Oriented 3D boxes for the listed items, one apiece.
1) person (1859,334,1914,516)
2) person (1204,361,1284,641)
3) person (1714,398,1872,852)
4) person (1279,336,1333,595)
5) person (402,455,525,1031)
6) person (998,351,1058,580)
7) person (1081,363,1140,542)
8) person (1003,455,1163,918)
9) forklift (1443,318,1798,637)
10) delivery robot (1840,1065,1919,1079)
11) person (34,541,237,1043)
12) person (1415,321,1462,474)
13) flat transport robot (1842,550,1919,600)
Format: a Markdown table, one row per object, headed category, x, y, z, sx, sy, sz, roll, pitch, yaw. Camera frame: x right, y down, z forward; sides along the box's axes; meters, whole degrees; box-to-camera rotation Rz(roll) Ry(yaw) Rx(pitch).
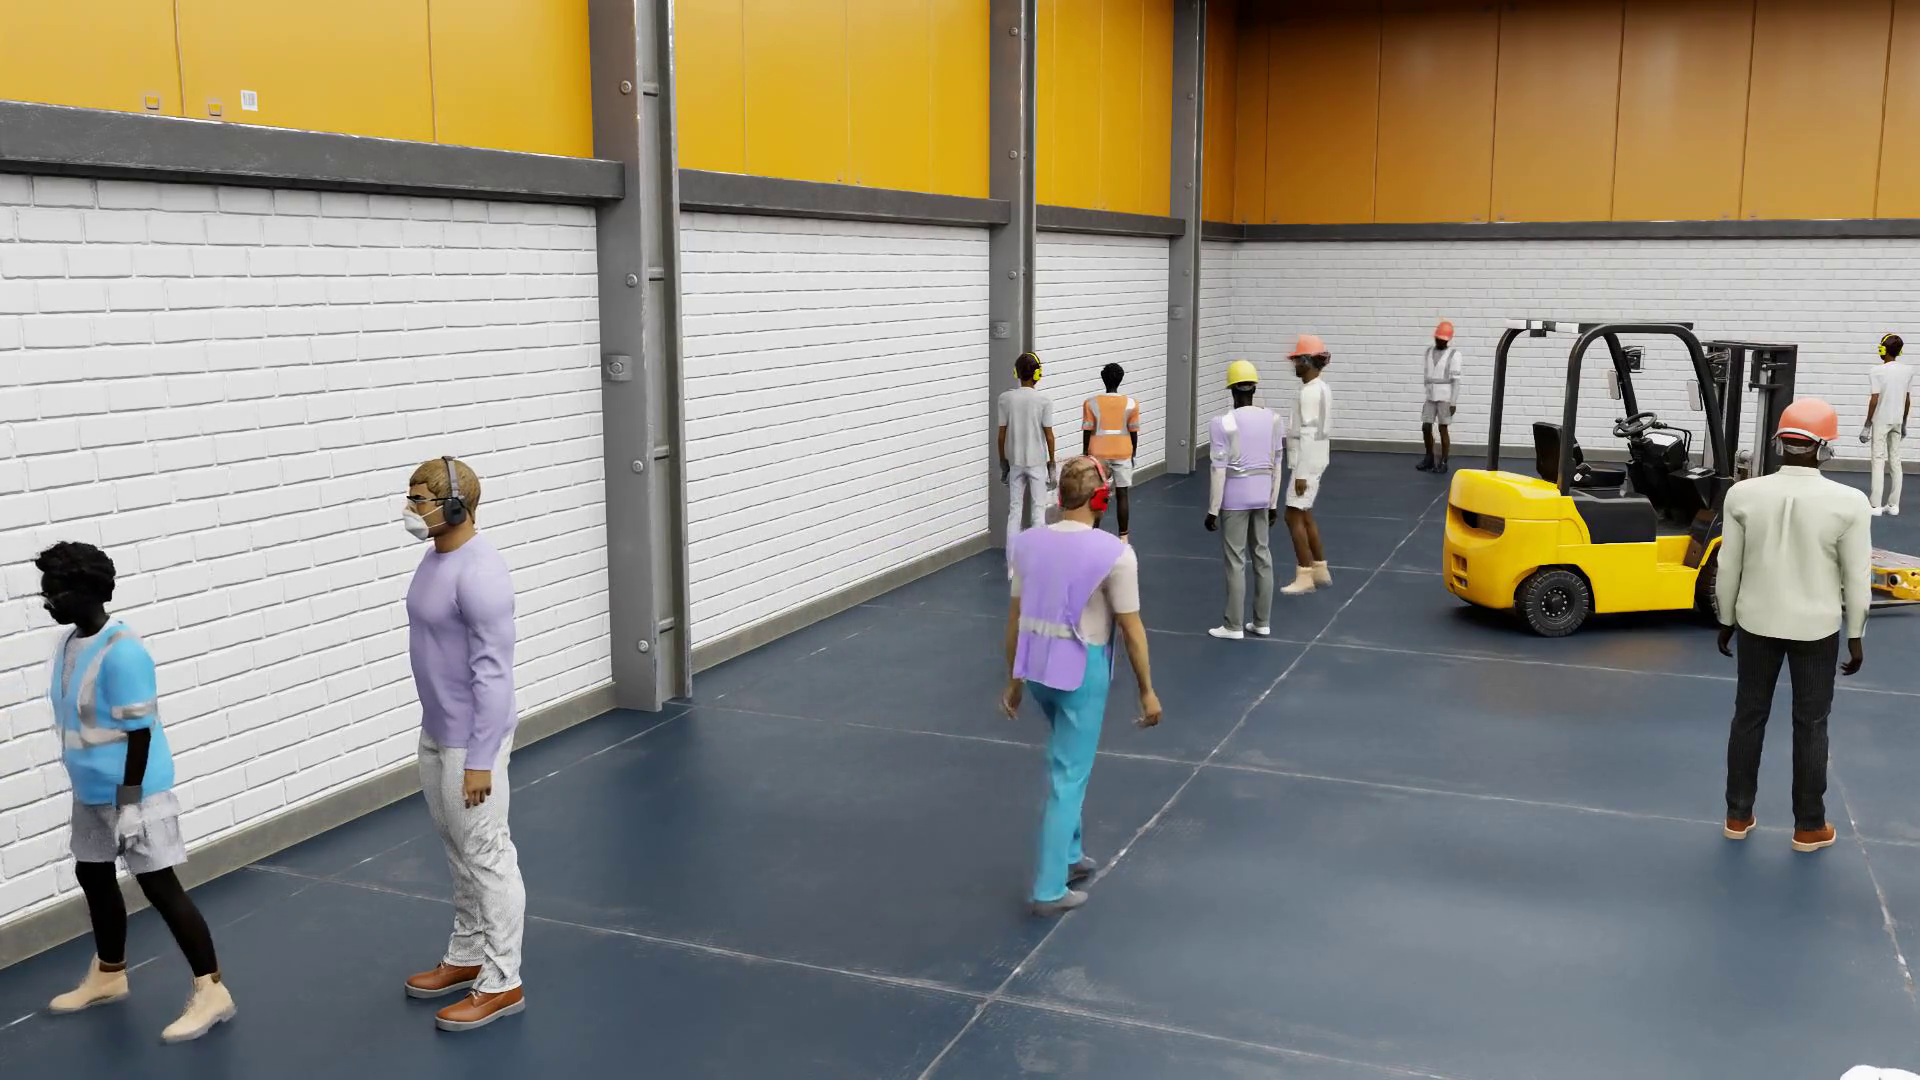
| category | x | y | z | sx | sy | sz | roll | pitch | yaw |
| --- | --- | --- | --- | --- | --- | --- | --- | --- | --- |
| person | 9.515 | -1.181 | 17.112 | 0.518 | 1.874 | 0.330 | -2 | 10 | -11 |
| person | 1.932 | -0.265 | 11.416 | 0.589 | 1.918 | 0.392 | -5 | 10 | -26 |
| person | 3.662 | 0.370 | 7.334 | 0.622 | 1.994 | 0.381 | 7 | 12 | 38 |
| person | 2.753 | -0.576 | 13.081 | 0.395 | 2.004 | 0.742 | 3 | 10 | 20 |
| person | -1.697 | 0.676 | 5.654 | 0.372 | 1.940 | 0.631 | -6 | 11 | -34 |
| person | 0.552 | -0.595 | 13.557 | 0.521 | 1.874 | 0.327 | 4 | 10 | 23 |
| person | 1.364 | -0.756 | 15.104 | 0.535 | 1.690 | 0.320 | -1 | 9 | -3 |
| person | 0.504 | 0.572 | 6.654 | 0.710 | 1.819 | 0.578 | -9 | 13 | -42 |
| forklift | 4.706 | -0.497 | 11.990 | 2.313 | 2.155 | 1.214 | -2 | 10 | -10 |
| delivery robot | 2.331 | 1.567 | 4.154 | 0.477 | 0.478 | 0.707 | 7 | 12 | 36 |
| person | -2.820 | 0.824 | 5.576 | 0.569 | 1.684 | 0.369 | 8 | 12 | 39 |
| person | 5.913 | -1.747 | 20.475 | 0.525 | 1.890 | 0.569 | -8 | 12 | -40 |
| flat transport robot | 7.377 | 0.240 | 13.338 | 0.652 | 0.197 | 1.431 | -2 | 10 | -14 |
